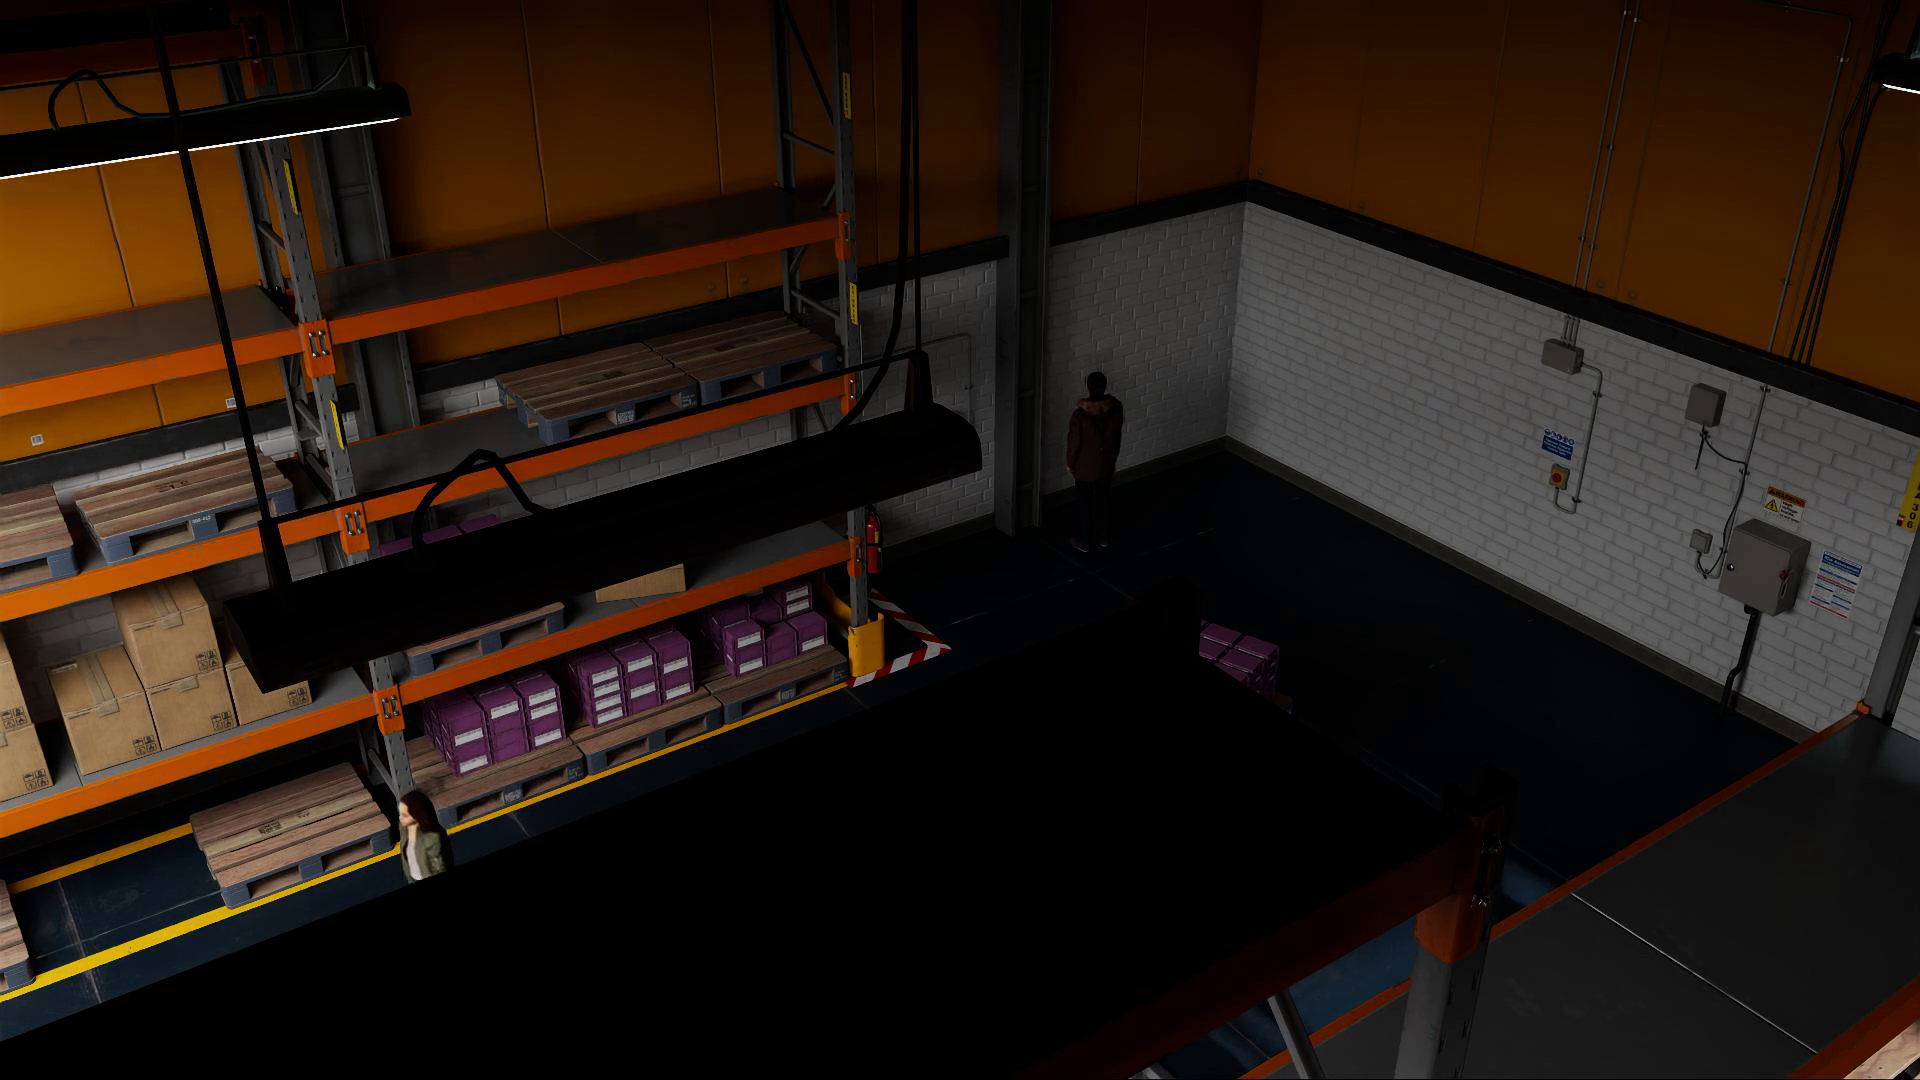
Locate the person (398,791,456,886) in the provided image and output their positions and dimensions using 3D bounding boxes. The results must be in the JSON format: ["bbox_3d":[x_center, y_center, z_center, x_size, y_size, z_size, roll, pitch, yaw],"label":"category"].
[{"bbox_3d":[-3.452,2.235,11.005,0.743,1.466,0.888,18,34,30],"label":"person"}]

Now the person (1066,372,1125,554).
[{"bbox_3d":[1.304,-0.758,16.092,0.668,1.848,0.855,-13,31,-22],"label":"person"}]
